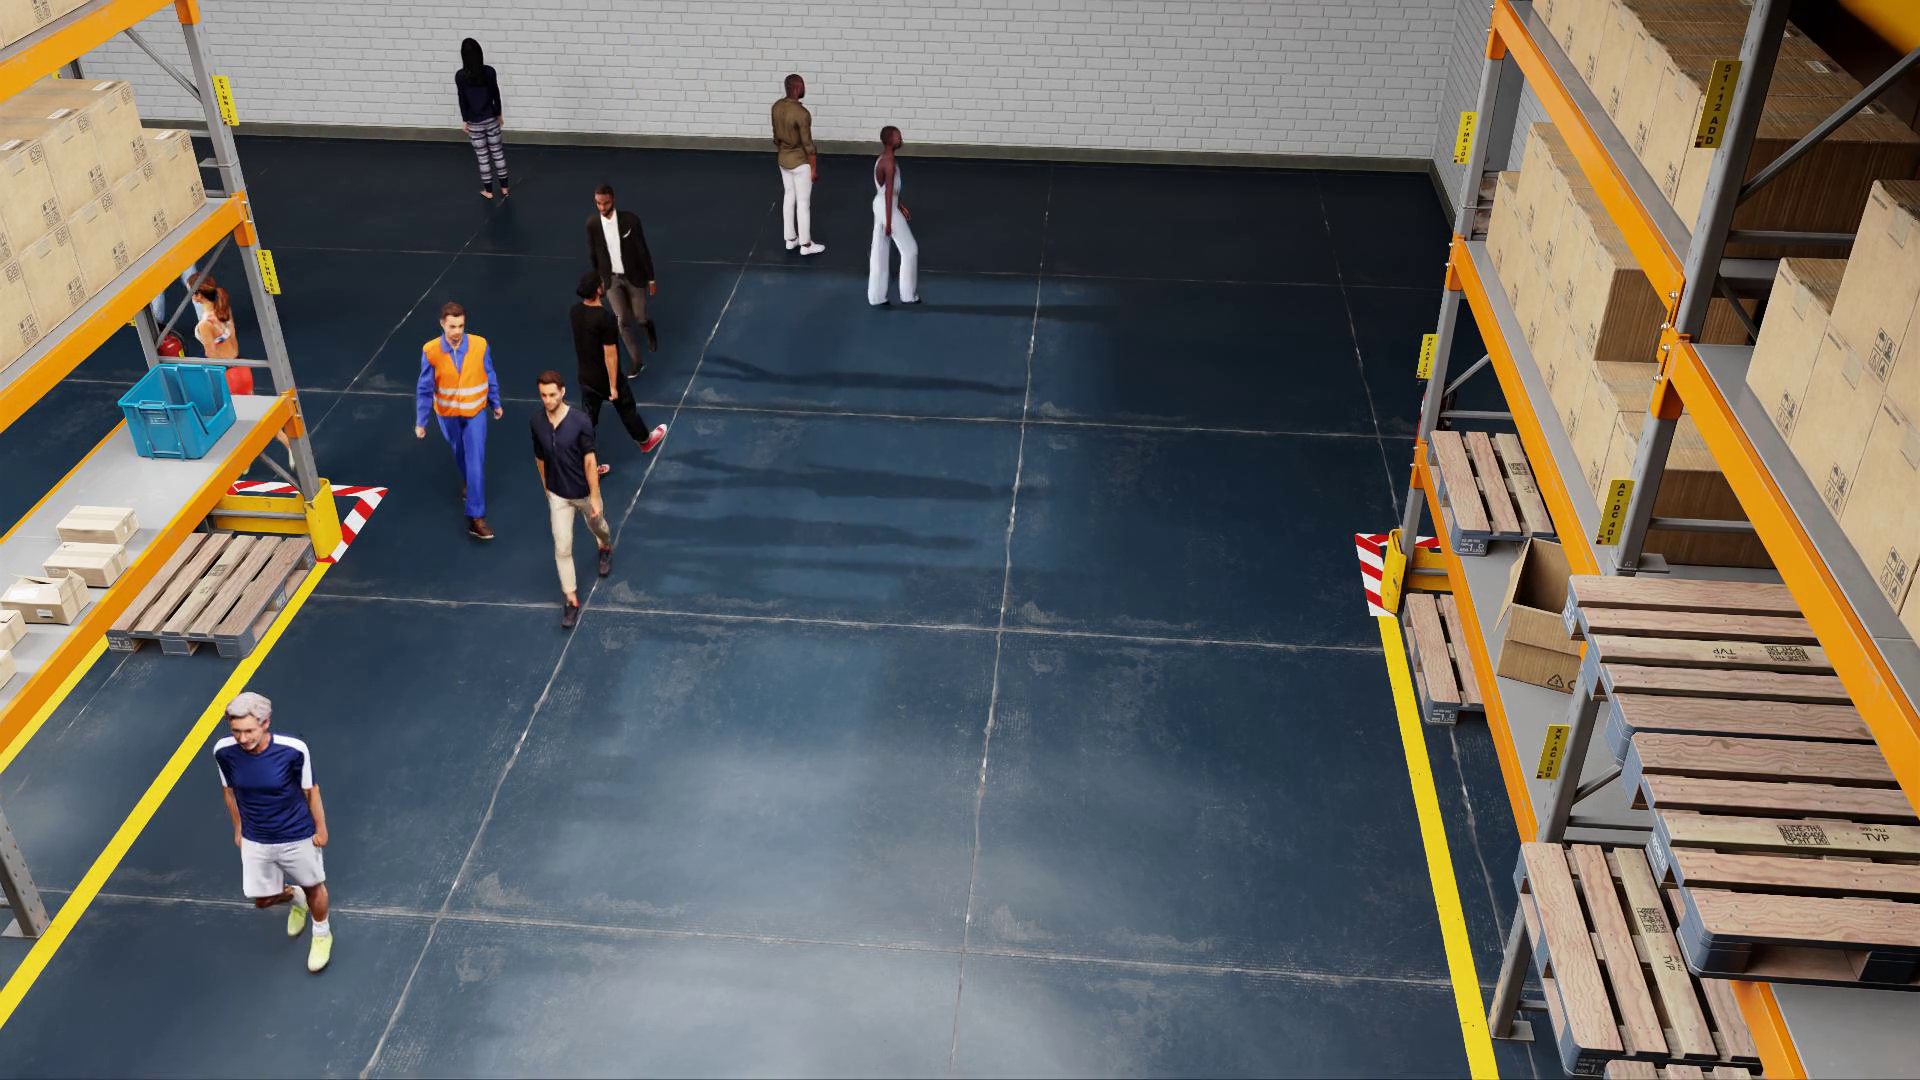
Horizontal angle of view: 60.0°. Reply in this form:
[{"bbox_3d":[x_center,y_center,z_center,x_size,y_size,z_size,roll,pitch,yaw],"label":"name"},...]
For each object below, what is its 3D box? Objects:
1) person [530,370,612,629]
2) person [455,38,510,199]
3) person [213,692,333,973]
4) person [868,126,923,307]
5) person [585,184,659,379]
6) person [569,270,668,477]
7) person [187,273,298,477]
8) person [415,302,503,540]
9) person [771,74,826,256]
[{"bbox_3d":[-2.672,-0.386,11.645,0.671,1.816,1.187,1,34,1],"label":"person"},{"bbox_3d":[-5.177,-4.574,18.021,0.682,1.733,0.701,-18,38,-25],"label":"person"},{"bbox_3d":[-3.588,1.479,8.827,0.716,1.830,0.752,-2,34,-4],"label":"person"},{"bbox_3d":[-0.771,-3.014,15.646,0.763,1.765,0.757,-8,35,-12],"label":"person"},{"bbox_3d":[-2.926,-2.312,14.570,0.703,1.785,0.810,1,34,1],"label":"person"},{"bbox_3d":[-2.871,-1.234,13.011,0.943,1.717,1.186,19,38,26],"label":"person"},{"bbox_3d":[-5.632,-1.258,12.996,0.724,1.772,0.992,6,34,9],"label":"person"},{"bbox_3d":[-3.756,-0.977,12.545,1.138,1.804,1.370,-9,35,-13],"label":"person"},{"bbox_3d":[-1.653,-3.783,16.749,0.832,1.824,0.797,-28,43,-35],"label":"person"}]
